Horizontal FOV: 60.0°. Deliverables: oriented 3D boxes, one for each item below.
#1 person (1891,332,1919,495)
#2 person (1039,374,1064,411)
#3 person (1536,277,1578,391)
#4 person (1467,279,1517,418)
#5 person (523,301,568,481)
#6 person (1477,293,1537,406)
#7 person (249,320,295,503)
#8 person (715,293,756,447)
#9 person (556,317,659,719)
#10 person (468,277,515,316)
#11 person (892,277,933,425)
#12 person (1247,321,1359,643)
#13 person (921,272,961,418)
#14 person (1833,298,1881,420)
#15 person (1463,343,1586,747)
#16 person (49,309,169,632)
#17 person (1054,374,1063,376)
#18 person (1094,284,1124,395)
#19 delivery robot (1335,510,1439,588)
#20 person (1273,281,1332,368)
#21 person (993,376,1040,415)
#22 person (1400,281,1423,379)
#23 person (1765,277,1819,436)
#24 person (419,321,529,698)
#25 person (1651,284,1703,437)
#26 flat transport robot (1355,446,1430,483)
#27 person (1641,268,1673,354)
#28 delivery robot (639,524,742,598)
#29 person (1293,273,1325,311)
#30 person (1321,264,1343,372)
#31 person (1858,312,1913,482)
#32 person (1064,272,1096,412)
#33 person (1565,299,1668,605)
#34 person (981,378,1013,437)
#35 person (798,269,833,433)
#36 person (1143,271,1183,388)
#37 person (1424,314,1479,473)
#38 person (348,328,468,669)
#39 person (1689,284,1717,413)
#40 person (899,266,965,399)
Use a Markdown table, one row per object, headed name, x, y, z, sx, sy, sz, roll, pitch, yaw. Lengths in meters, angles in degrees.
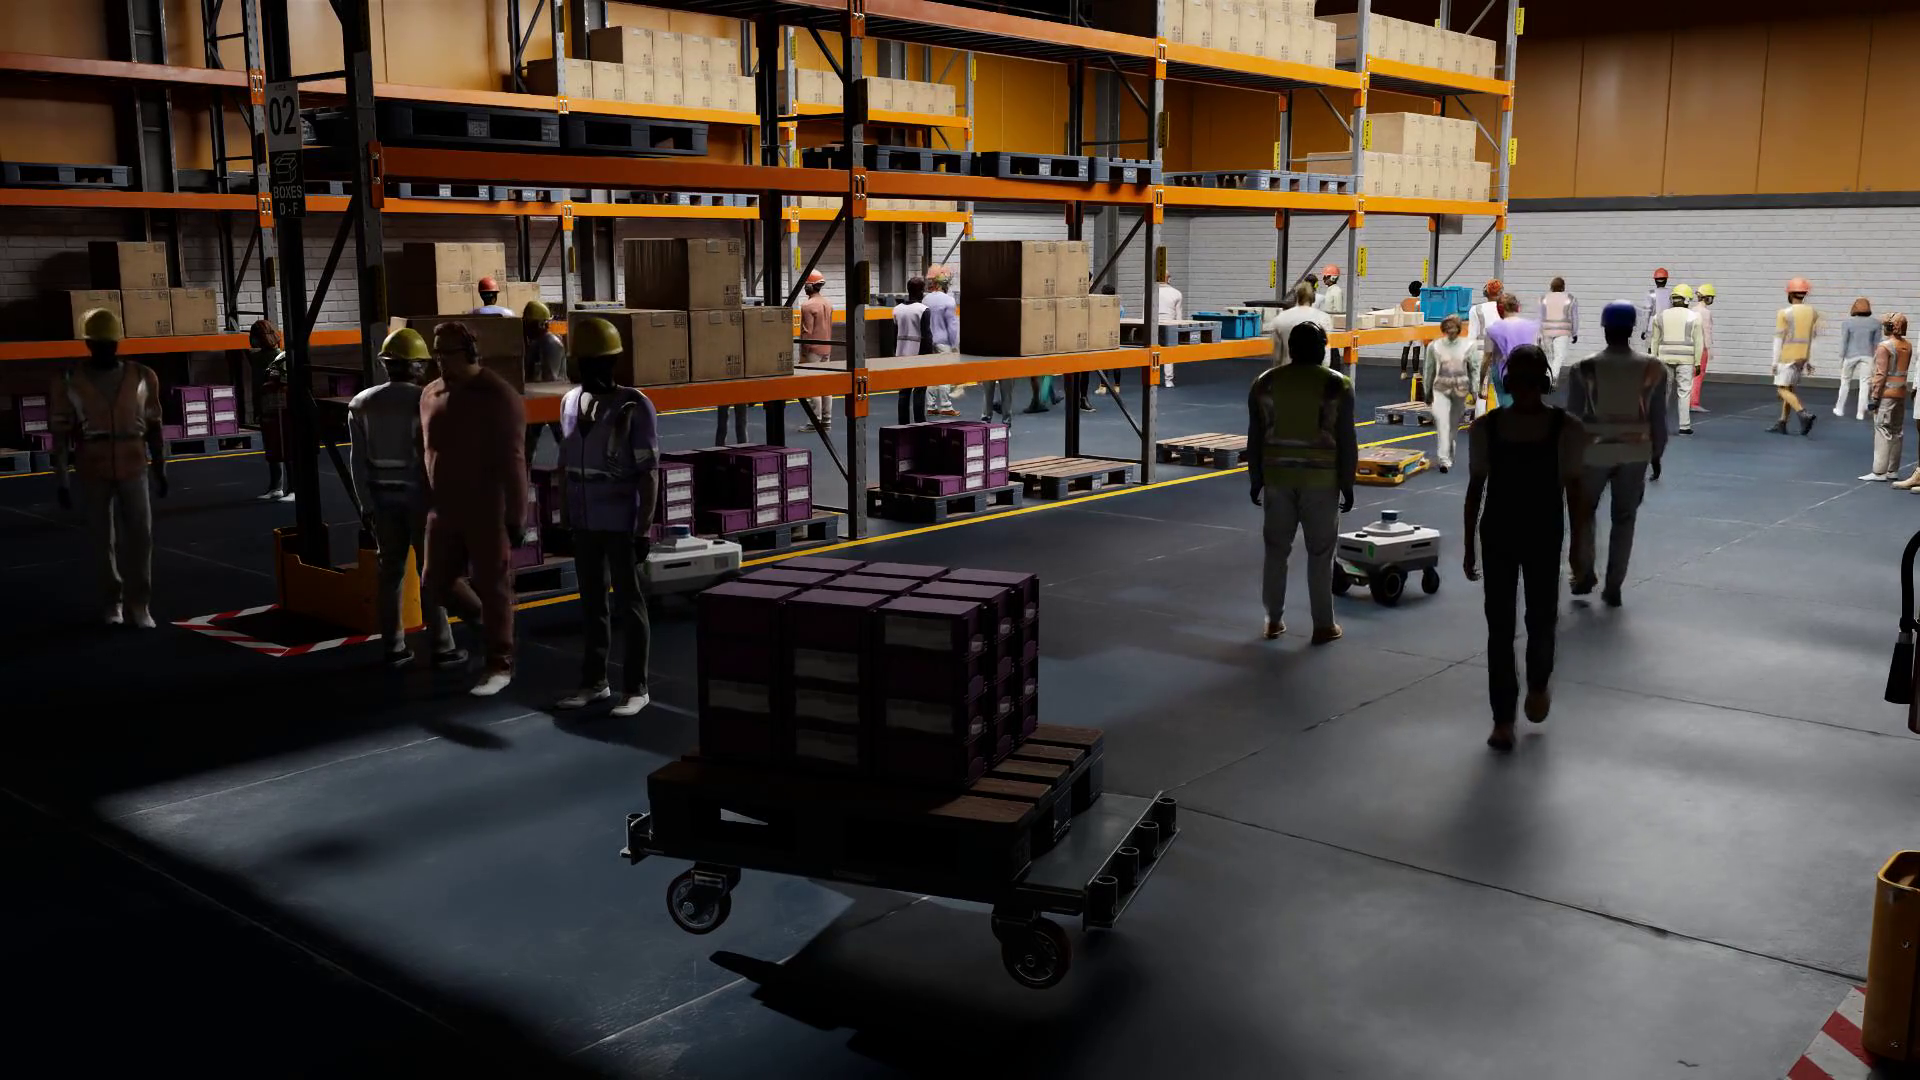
| name | x | y | z | sx | sy | sz | roll | pitch | yaw |
| --- | --- | --- | --- | --- | --- | --- | --- | --- | --- |
| person | 8.929 | -1.437 | 15.270 | 0.370 | 2.048 | 0.607 | 0 | 10 | 1 |
| person | 1.292 | -2.668 | 23.246 | 0.541 | 1.707 | 0.935 | 7 | 12 | 36 |
| person | 9.443 | -3.261 | 26.365 | 0.618 | 1.812 | 0.922 | 6 | 12 | 31 |
| person | 6.424 | -2.210 | 20.136 | 0.578 | 1.882 | 0.346 | 1 | 10 | 4 |
| person | -3.727 | -1.259 | 15.023 | 0.926 | 1.789 | 0.600 | -7 | 12 | -36 |
| person | 5.558 | -1.610 | 16.975 | 0.587 | 1.787 | 0.971 | -2 | 10 | -14 |
| person | -6.130 | -1.144 | 14.815 | 0.497 | 1.626 | 0.287 | 7 | 12 | 33 |
| person | -2.182 | -1.455 | 15.894 | 0.514 | 1.866 | 0.332 | 4 | 11 | 20 |
| person | -1.717 | -0.105 | 8.029 | 0.585 | 1.927 | 0.367 | 5 | 11 | 28 |
| person | -5.232 | -1.968 | 18.615 | 0.546 | 1.934 | 0.376 | -6 | 11 | -29 |
| person | -0.549 | -2.127 | 19.582 | 0.589 | 1.914 | 0.392 | 9 | 13 | 42 |
| person | 1.969 | -0.330 | 9.563 | 0.633 | 1.839 | 0.429 | 5 | 11 | 25 |
| person | -0.260 | -2.600 | 22.217 | 0.372 | 1.934 | 0.627 | -10 | 14 | -44 |
| person | 11.948 | -2.410 | 22.119 | 0.506 | 1.577 | 0.813 | 3 | 10 | 17 |
| person | 2.568 | 0.020 | 7.583 | 0.541 | 1.834 | 0.483 | 5 | 11 | 28 |
| person | -4.992 | -0.400 | 9.797 | 0.626 | 1.890 | 0.740 | -6 | 12 | -32 |
| person | 1.681 | -3.725 | 29.452 | 0.310 | 1.642 | 0.514 | -3 | 10 | -18 |
| person | 2.285 | -3.085 | 25.646 | 0.529 | 1.697 | 0.321 | -5 | 11 | -26 |
| delivery robot | 2.776 | 0.050 | 10.784 | 0.707 | 0.478 | 0.477 | -7 | 12 | -35 |
| person | 3.474 | -1.672 | 16.946 | 0.643 | 1.925 | 0.467 | 7 | 12 | 36 |
| person | 0.801 | -2.607 | 22.424 | 0.562 | 1.868 | 1.035 | 7 | 12 | 36 |
| person | 7.764 | -3.580 | 28.470 | 0.318 | 1.697 | 0.534 | -7 | 12 | -34 |
| person | 10.021 | -2.185 | 19.919 | 0.548 | 1.916 | 0.796 | -2 | 10 | -13 |
| person | -2.465 | -0.159 | 8.418 | 0.682 | 1.893 | 0.453 | 4 | 11 | 23 |
| person | 8.623 | -2.154 | 19.996 | 0.588 | 1.822 | 0.403 | 8 | 13 | 39 |
| flat transport robot | 4.152 | -0.752 | 16.425 | 0.652 | 0.197 | 1.431 | 5 | 11 | 28 |
| person | 11.311 | -3.433 | 26.954 | 0.547 | 1.934 | 0.376 | 0 | 10 | 0 |
| delivery robot | -1.709 | 0.146 | 10.237 | 0.707 | 0.478 | 0.477 | -8 | 13 | -37 |
| person | 5.370 | -3.164 | 25.611 | 0.535 | 1.868 | 0.309 | 4 | 11 | 21 |
| person | 5.813 | -3.311 | 26.088 | 0.378 | 1.996 | 0.611 | 0 | 10 | -1 |
| person | 8.987 | -1.377 | 16.095 | 0.520 | 1.639 | 0.307 | -7 | 12 | -34 |
| person | 1.662 | -2.722 | 22.842 | 0.600 | 1.957 | 0.378 | -6 | 11 | -29 |
| person | 4.148 | -0.550 | 10.548 | 0.627 | 1.934 | 0.435 | 3 | 10 | 16 |
| person | 0.445 | -2.084 | 19.843 | 0.484 | 1.735 | 0.311 | 2 | 10 | 13 |
| person | -1.778 | -2.316 | 20.426 | 0.376 | 1.995 | 0.612 | 5 | 11 | 25 |
| person | 3.281 | -3.410 | 26.947 | 0.649 | 1.897 | 0.400 | 2 | 10 | 10 |
| person | 4.984 | -1.493 | 16.897 | 0.522 | 1.585 | 0.902 | 2 | 10 | 10 |
| person | -2.947 | -0.215 | 8.930 | 0.595 | 1.828 | 0.403 | 2 | 10 | 9 |
| person | 10.210 | -2.639 | 22.926 | 0.324 | 1.764 | 0.534 | 0 | 10 | 1 |
| person | -0.382 | -3.087 | 24.836 | 1.082 | 1.978 | 0.632 | -6 | 11 | -29 |
